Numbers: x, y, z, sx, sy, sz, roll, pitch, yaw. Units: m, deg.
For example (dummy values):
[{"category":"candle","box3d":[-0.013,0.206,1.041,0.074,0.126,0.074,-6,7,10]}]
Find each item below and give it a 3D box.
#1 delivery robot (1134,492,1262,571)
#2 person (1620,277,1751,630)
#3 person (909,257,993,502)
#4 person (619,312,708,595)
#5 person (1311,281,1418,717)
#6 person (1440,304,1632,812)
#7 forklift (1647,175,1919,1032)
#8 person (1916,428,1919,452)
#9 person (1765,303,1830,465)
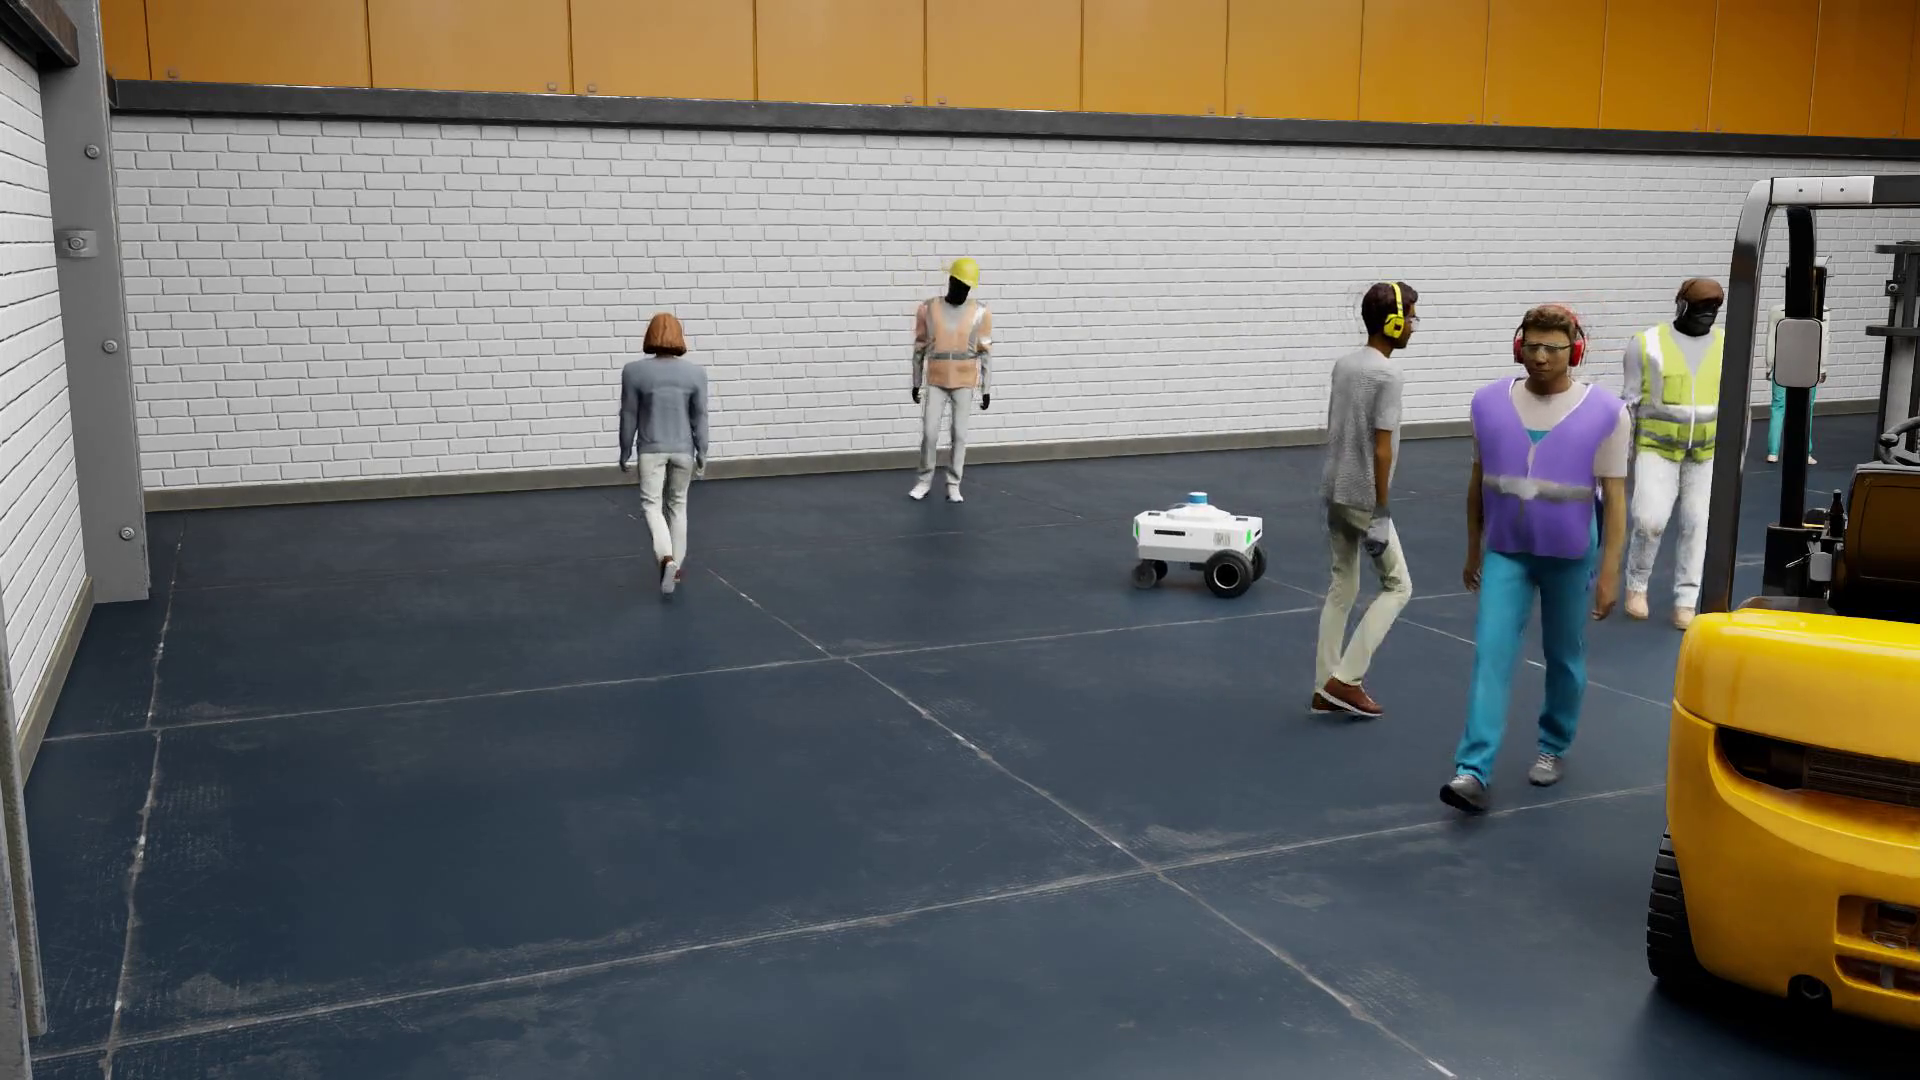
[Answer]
[{"category":"delivery robot","box3d":[1.371,-0.032,9.616,0.707,0.478,0.477,4,11,21]},{"category":"person","box3d":[3.758,-0.447,8.667,0.656,1.822,0.446,2,10,9]},{"category":"person","box3d":[-0.055,-1.207,12.691,0.618,1.879,0.506,0,10,2]},{"category":"person","box3d":[-1.682,-0.501,9.560,0.501,1.605,0.743,-4,11,-22]},{"category":"person","box3d":[1.691,-0.151,6.978,0.418,1.848,0.572,-4,11,-19]},{"category":"person","box3d":[2.036,0.072,5.895,0.589,1.783,0.968,7,12,33]},{"category":"forklift","box3d":[2.810,0.094,4.662,1.214,2.155,2.313,7,12,34]},{"category":"person","box3d":[8.070,-1.462,13.868,0.612,1.962,0.366,-2,10,-10]},{"category":"person","box3d":[7.489,-1.550,14.899,0.523,1.769,0.315,8,13,39]}]
